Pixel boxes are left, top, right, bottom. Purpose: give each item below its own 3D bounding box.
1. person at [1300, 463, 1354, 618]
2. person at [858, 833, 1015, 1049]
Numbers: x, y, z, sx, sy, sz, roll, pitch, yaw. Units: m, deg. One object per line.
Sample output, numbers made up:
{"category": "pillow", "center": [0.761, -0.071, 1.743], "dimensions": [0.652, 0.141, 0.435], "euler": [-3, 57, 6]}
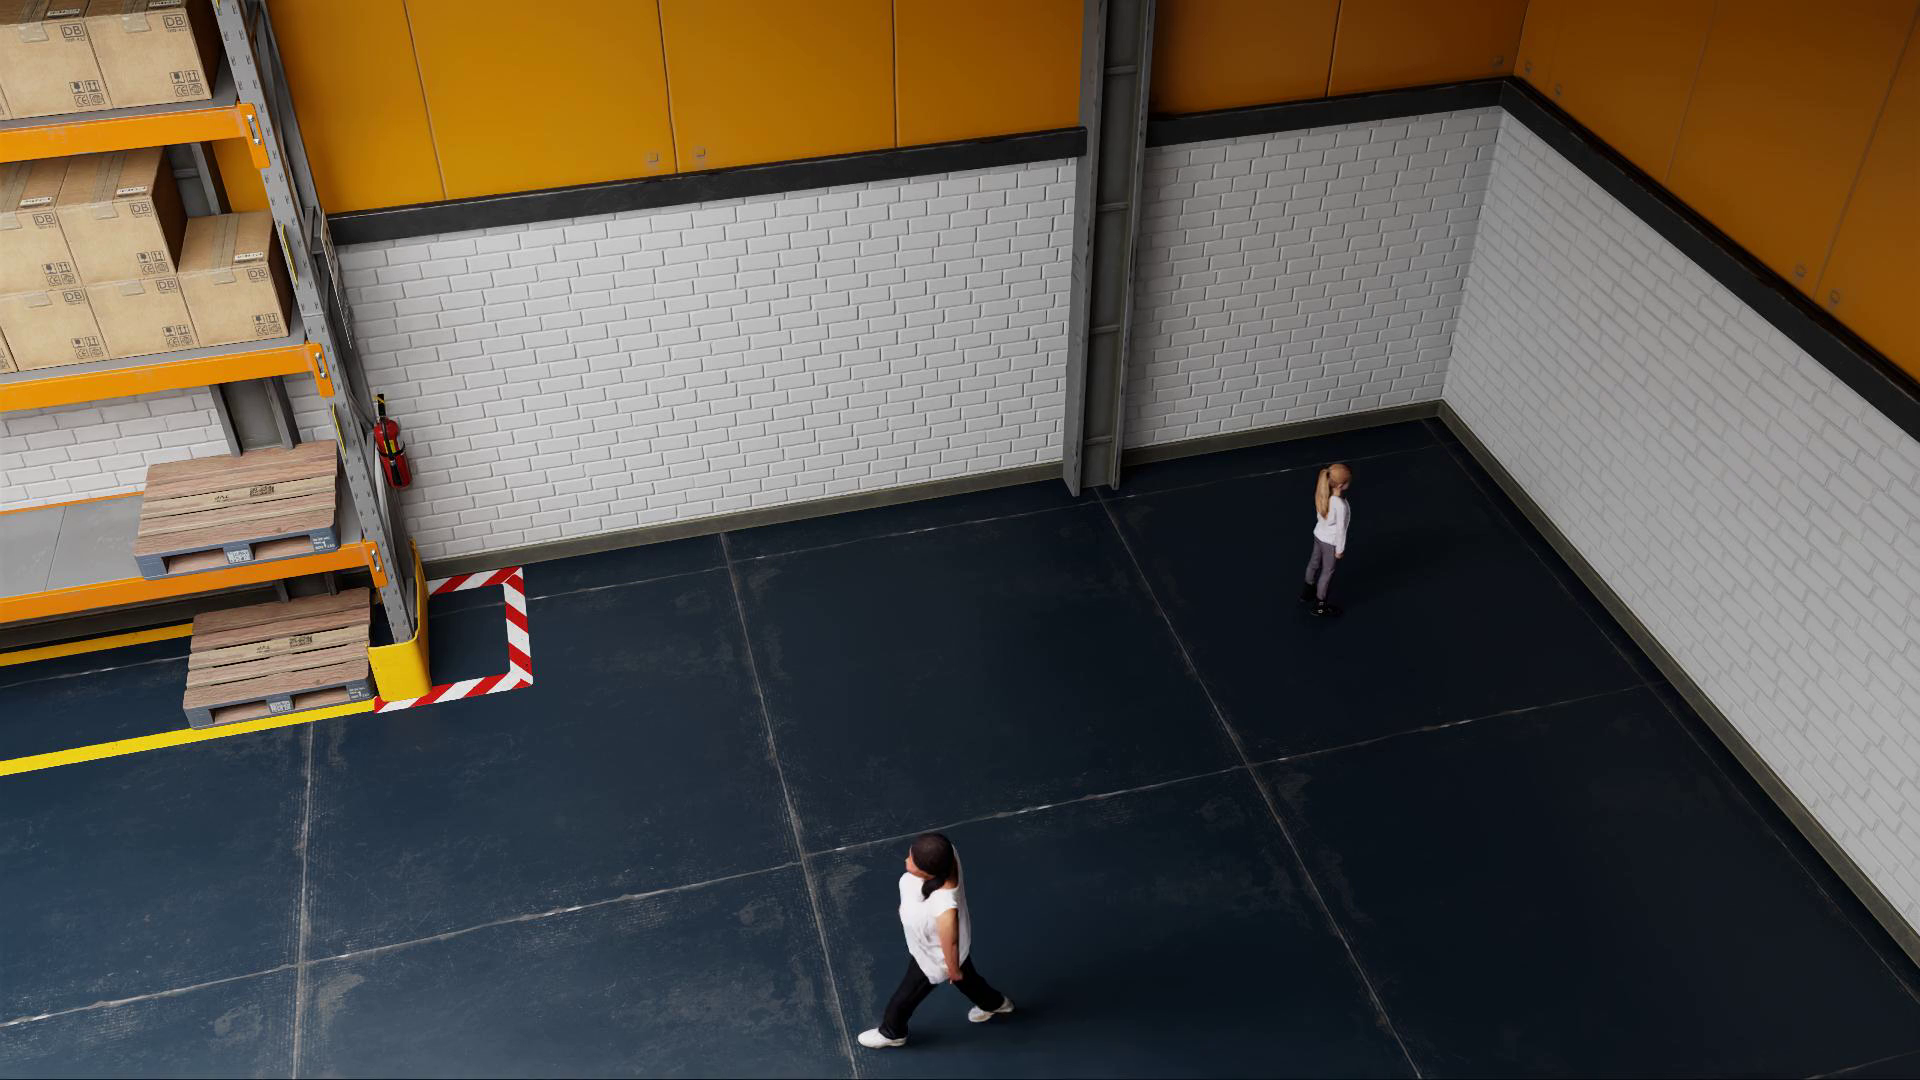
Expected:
{"category": "person", "center": [2.627, -0.020, 11.878], "dimensions": [0.485, 1.279, 0.489], "euler": [-10, 40, -13]}
{"category": "person", "center": [-0.066, 2.128, 8.887], "dimensions": [1.172, 1.656, 0.864], "euler": [1, 39, 1]}
